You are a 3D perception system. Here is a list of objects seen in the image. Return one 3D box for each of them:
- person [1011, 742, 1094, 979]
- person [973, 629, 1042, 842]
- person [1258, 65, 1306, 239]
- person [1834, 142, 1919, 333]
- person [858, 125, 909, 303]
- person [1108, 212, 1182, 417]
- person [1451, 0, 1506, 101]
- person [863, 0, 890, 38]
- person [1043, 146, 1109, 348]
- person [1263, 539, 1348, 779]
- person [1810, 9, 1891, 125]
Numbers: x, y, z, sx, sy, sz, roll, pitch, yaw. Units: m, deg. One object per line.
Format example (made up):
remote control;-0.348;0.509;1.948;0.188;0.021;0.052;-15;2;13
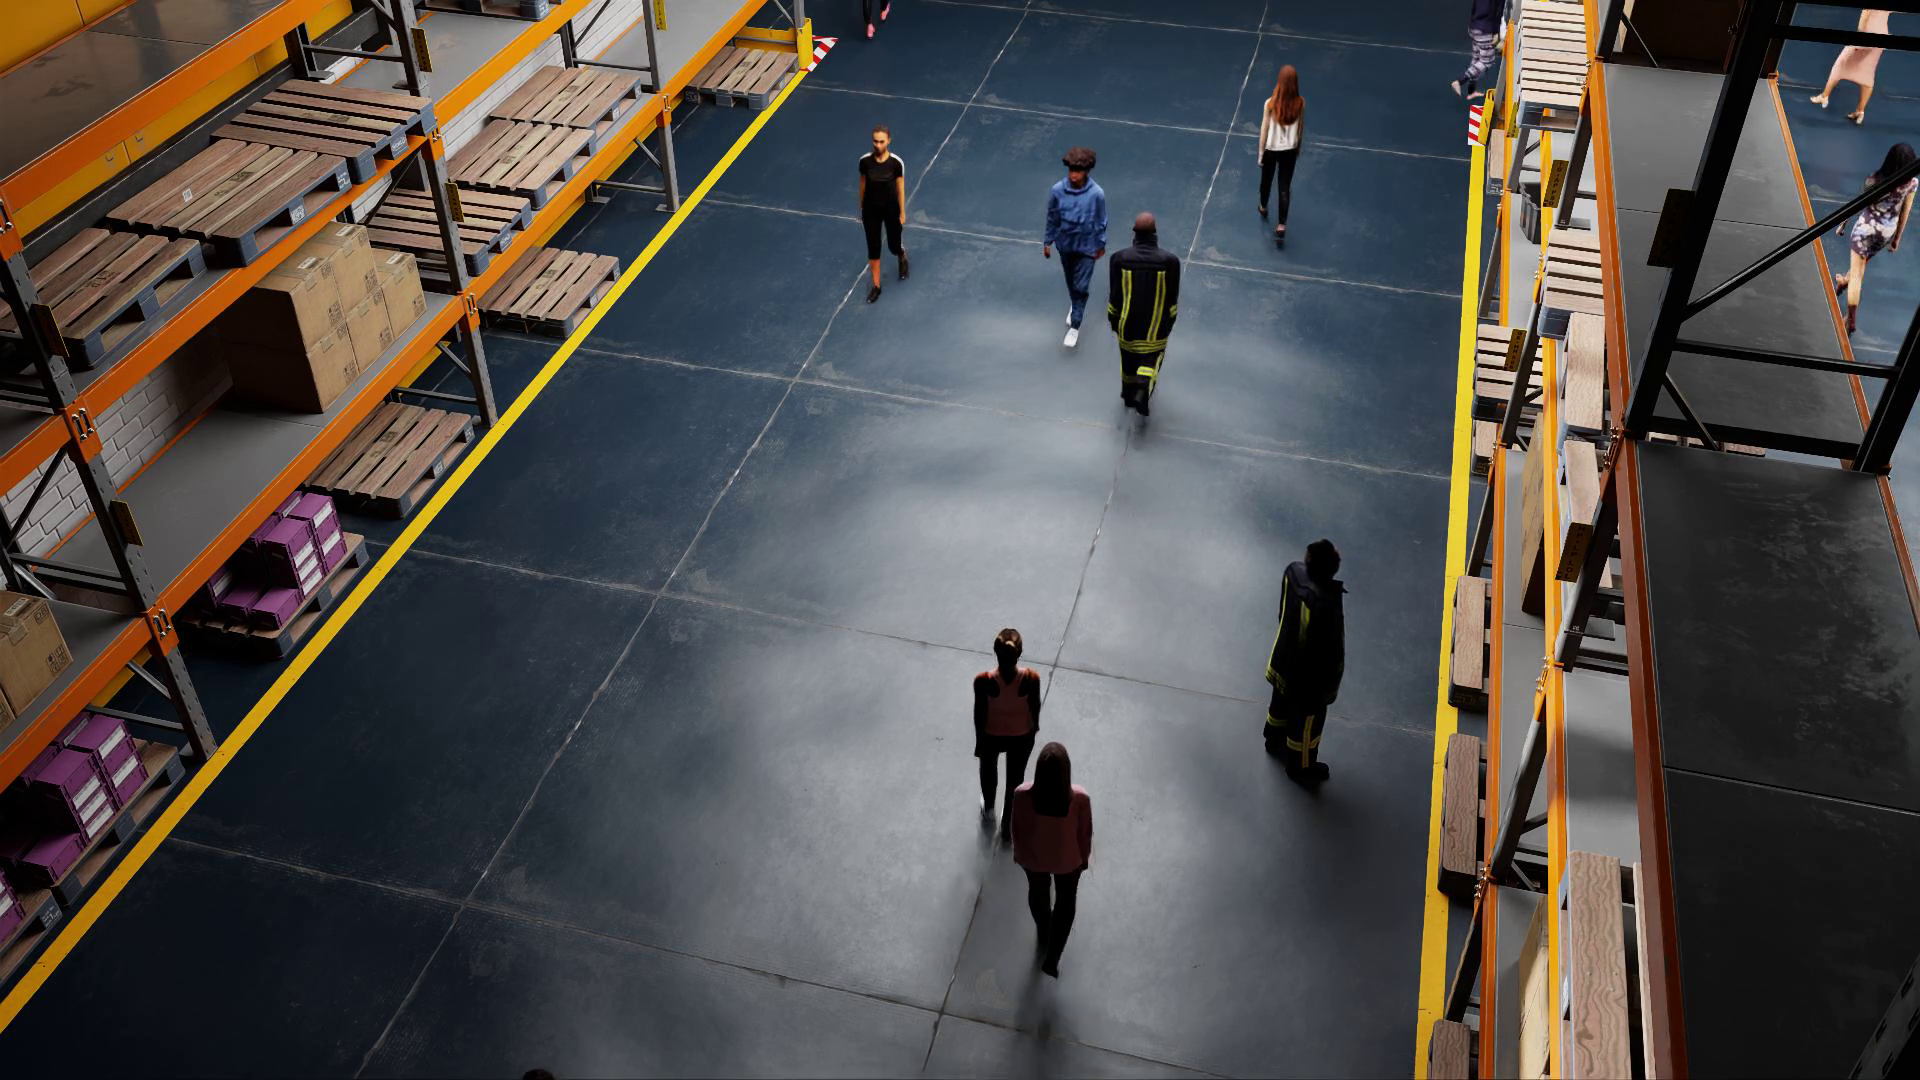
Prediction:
person;0.497;1.805;9.259;0.675;1.675;0.917;4;39;5
person;0.286;1.227;10.015;0.610;1.634;0.654;2;39;3
person;3.143;-3.745;16.199;0.760;1.686;1.145;1;39;2
person;8.152;-2.671;14.858;0.668;1.682;1.131;7;39;9
person;-0.696;-3.065;15.371;0.590;1.656;0.863;10;40;12
person;1.507;-1.828;13.699;0.750;1.811;0.919;7;39;9
person;5.815;-5.723;18.650;0.886;1.719;0.839;-15;41;-18
person;-1.067;-6.964;20.262;0.734;1.646;1.189;4;39;5
person;1.067;-2.683;14.797;0.762;1.777;1.082;13;40;16
person;2.191;0.710;10.481;0.934;1.860;0.843;-13;40;-16
person;10.040;-5.444;18.232;0.872;1.805;1.011;-8;39;-10
